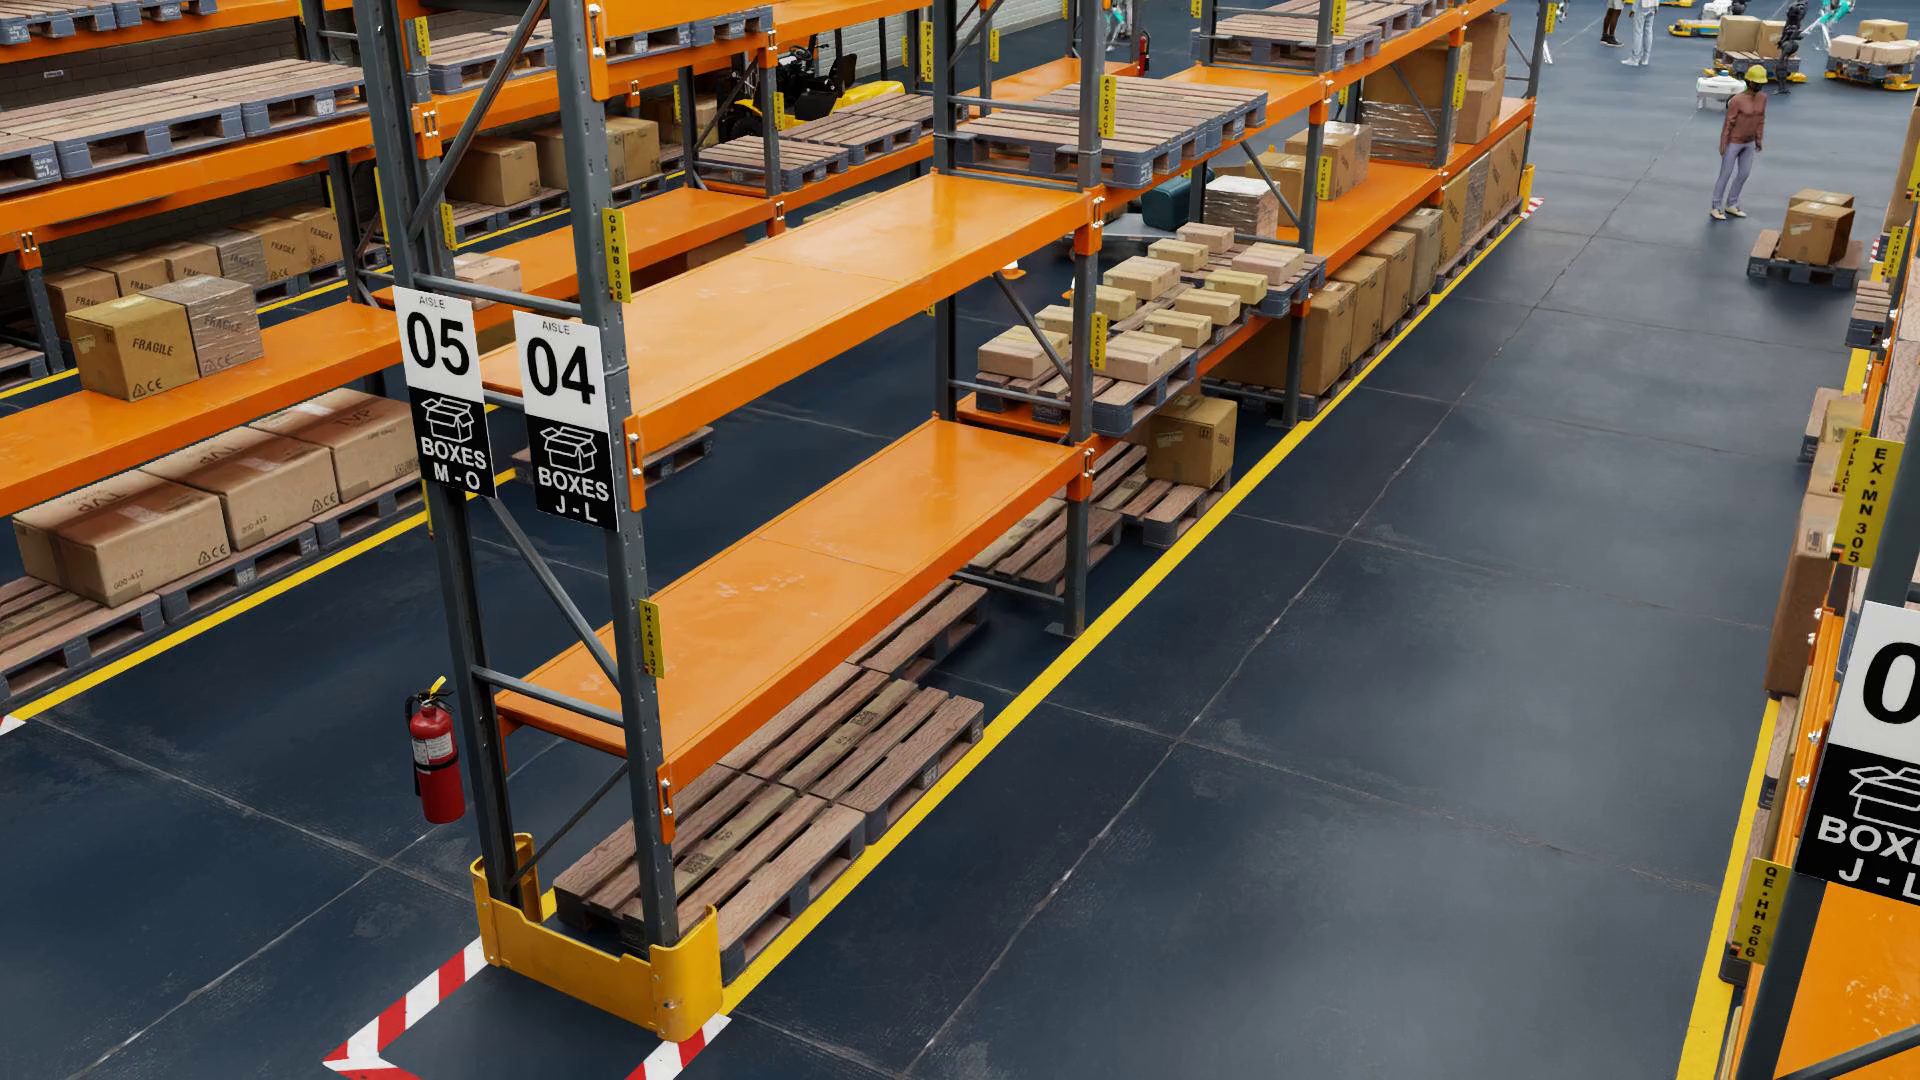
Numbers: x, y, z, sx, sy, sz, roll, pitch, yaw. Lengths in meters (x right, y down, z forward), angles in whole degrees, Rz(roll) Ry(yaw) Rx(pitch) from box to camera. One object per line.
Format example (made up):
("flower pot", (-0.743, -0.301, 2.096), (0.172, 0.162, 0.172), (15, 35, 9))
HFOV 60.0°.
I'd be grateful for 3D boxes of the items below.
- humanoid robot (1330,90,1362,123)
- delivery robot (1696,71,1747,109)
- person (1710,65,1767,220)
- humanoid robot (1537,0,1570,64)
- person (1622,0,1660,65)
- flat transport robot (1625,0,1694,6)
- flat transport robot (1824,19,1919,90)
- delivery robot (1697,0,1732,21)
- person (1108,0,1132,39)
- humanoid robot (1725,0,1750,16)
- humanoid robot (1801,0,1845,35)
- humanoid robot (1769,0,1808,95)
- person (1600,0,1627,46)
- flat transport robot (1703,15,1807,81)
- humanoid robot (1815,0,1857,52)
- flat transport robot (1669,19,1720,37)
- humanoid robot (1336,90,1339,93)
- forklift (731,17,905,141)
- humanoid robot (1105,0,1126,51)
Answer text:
("humanoid robot", (5.744, -6.862, 23.987), (0.637, 1.637, 0.589), (5, 26, 10))
("delivery robot", (11.500, -6.755, 25.056), (0.773, 0.601, 0.513), (11, 28, 21))
("person", (8.977, -4.564, 19.111), (0.541, 1.756, 0.359), (-10, 27, -20))
("humanoid robot", (10.107, -9.108, 28.642), (0.534, 1.761, 1.029), (-1, 26, -3))
("person", (11.657, -9.059, 28.266), (0.595, 1.916, 0.373), (-12, 28, -23))
("flat transport robot", (14.722, -11.449, 35.131), (1.431, 0.231, 0.659), (13, 29, 25))
("flat transport robot", (14.804, -7.499, 26.924), (0.659, 0.231, 1.431), (-11, 28, -22))
("delivery robot", (14.797, -10.286, 32.408), (0.789, 0.614, 0.499), (-16, 30, -29))
("person", (2.980, -10.232, 30.689), (0.530, 1.919, 0.669), (15, 29, 28))
("humanoid robot", (13.876, -9.556, 29.615), (0.650, 1.663, 0.601), (19, 32, 34))
("humanoid robot", (16.293, -10.298, 31.071), (0.877, 1.763, 0.531), (5, 26, 11))
("humanoid robot", (12.909, -7.793, 25.904), (0.413, 1.650, 0.597), (4, 26, 8))
("person", (11.936, -9.968, 30.101), (0.368, 1.962, 0.607), (0, 26, 0))
("flat transport robot", (13.060, -7.698, 27.337), (1.431, 0.231, 0.659), (2, 26, 5))
("humanoid robot", (15.411, -9.434, 29.334), (0.530, 1.854, 0.876), (-8, 27, -17))
("flat transport robot", (14.188, -9.643, 31.379), (1.431, 0.231, 0.659), (7, 26, 13))
("humanoid robot", (5.943, -7.829, 25.993), (0.589, 1.642, 0.373), (6, 26, 12))
("forklift", (-1.819, -5.975, 21.543), (2.313, 2.155, 1.214), (14, 29, 26))
("humanoid robot", (2.674, -9.473, 29.390), (0.535, 1.839, 0.719), (22, 33, 38))
